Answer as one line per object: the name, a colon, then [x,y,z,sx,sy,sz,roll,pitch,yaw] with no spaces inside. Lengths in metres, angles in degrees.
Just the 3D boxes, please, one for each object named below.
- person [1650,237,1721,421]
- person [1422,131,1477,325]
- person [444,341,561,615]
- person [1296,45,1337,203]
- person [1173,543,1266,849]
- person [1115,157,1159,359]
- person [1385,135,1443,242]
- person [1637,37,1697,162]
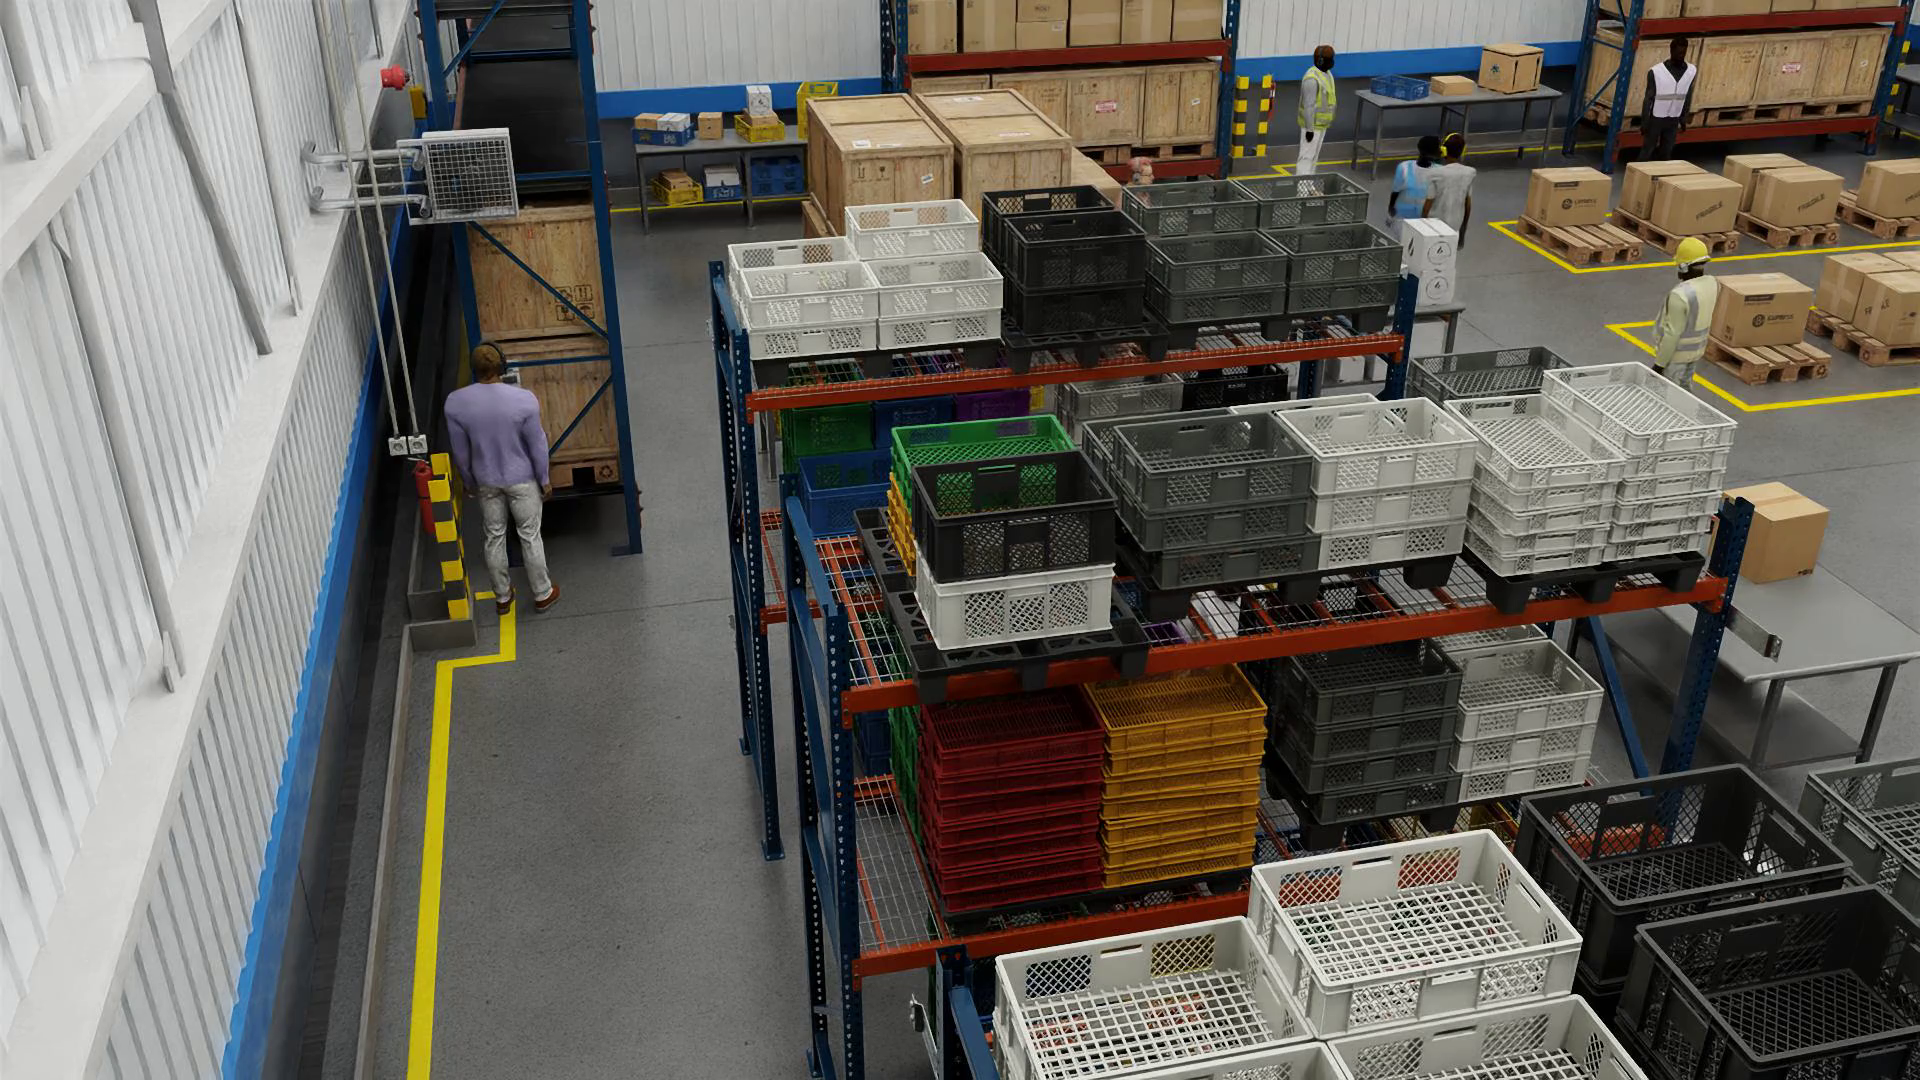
person: [5.691,-1.502,13.215,0.592,1.822,0.404,-21,34,-34]
person: [4.623,-2.980,15.972,0.536,1.871,0.323,-5,28,-10]
person: [-3.010,-0.402,11.003,0.627,1.941,0.371,0,28,0]
person: [4.213,-4.910,19.661,0.430,1.845,0.623,14,31,25]
person: [1.352,0.837,8.714,0.574,1.882,0.355,-18,33,-30]
person: [1.588,-2.518,15.054,0.408,1.908,0.644,4,28,8]
person: [4.556,-3.242,16.657,0.570,1.686,0.362,11,30,20]
person: [8.379,-5.026,19.815,0.584,1.911,0.392,-5,28,-8]
